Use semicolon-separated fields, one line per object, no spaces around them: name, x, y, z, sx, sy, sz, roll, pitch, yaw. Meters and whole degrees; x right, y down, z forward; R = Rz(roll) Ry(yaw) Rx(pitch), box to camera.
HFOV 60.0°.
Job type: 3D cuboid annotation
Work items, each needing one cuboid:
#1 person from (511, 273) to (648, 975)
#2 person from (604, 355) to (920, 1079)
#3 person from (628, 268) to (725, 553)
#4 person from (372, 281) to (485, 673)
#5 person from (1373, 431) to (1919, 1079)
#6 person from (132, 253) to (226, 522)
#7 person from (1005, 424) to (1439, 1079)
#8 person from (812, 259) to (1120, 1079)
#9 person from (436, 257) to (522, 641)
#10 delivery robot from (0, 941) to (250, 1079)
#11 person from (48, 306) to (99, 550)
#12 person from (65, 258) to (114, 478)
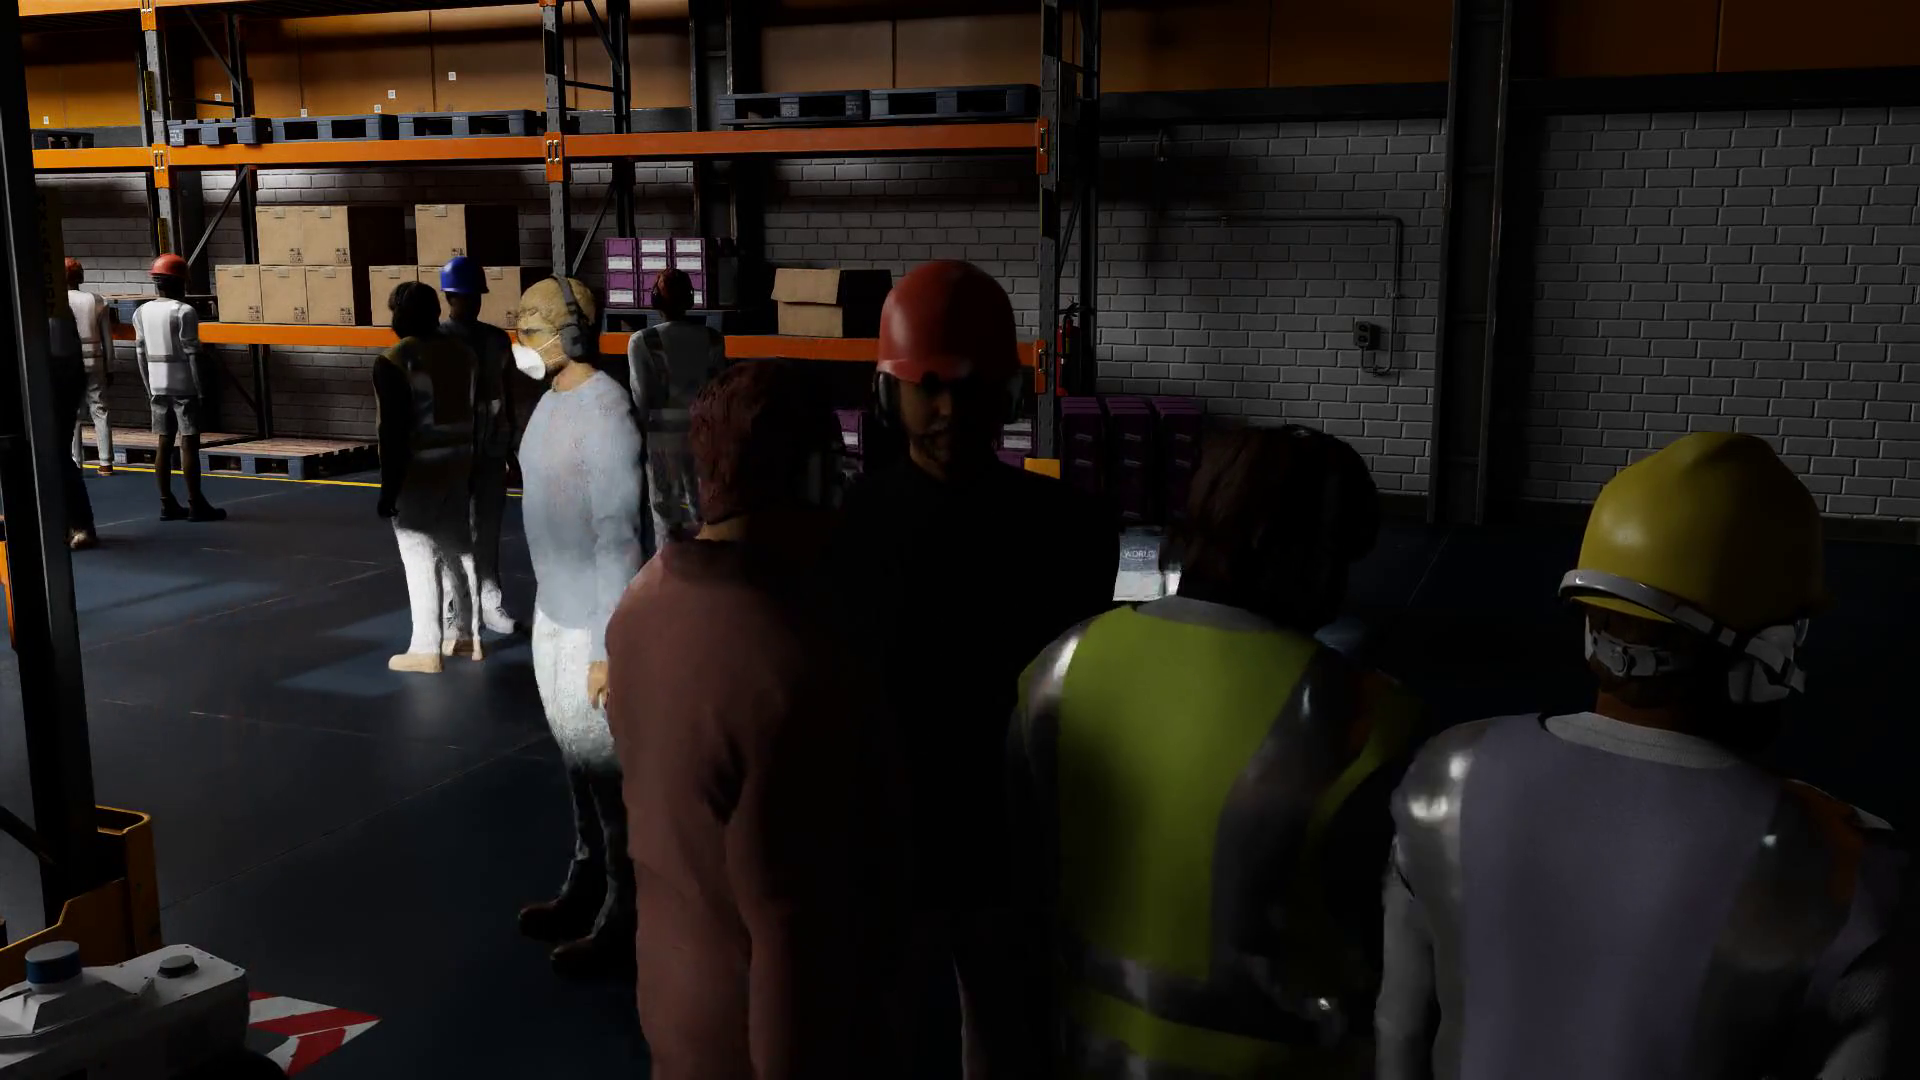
person;-1.062;0.233;4.664;0.381;1.936;0.641;-5;12;-28
person;-0.326;0.683;2.318;0.819;1.881;0.652;-6;12;-30
person;-1.504;-0.498;8.867;0.585;1.882;0.343;-8;13;-39
person;-2.523;-0.296;7.866;0.429;1.841;0.634;4;11;23
person;0.738;0.796;1.803;0.404;1.831;0.600;-9;13;-40
person;-5.662;-1.095;12.041;0.543;1.939;0.362;3;11;18
person;0.426;0.741;2.233;0.897;1.790;0.621;-8;13;-38
person;-0.021;0.540;2.780;0.622;1.992;0.396;-2;10;-12
person;-2.495;-0.454;8.450;0.404;1.945;0.615;8;13;38
delivery robot;-1.882;1.086;3.488;0.477;0.478;0.707;7;13;35
person;-6.076;-0.957;10.990;0.534;2.000;0.773;-7;12;-35
person;-7.549;-1.463;14.249;0.356;1.884;0.574;10;14;43
